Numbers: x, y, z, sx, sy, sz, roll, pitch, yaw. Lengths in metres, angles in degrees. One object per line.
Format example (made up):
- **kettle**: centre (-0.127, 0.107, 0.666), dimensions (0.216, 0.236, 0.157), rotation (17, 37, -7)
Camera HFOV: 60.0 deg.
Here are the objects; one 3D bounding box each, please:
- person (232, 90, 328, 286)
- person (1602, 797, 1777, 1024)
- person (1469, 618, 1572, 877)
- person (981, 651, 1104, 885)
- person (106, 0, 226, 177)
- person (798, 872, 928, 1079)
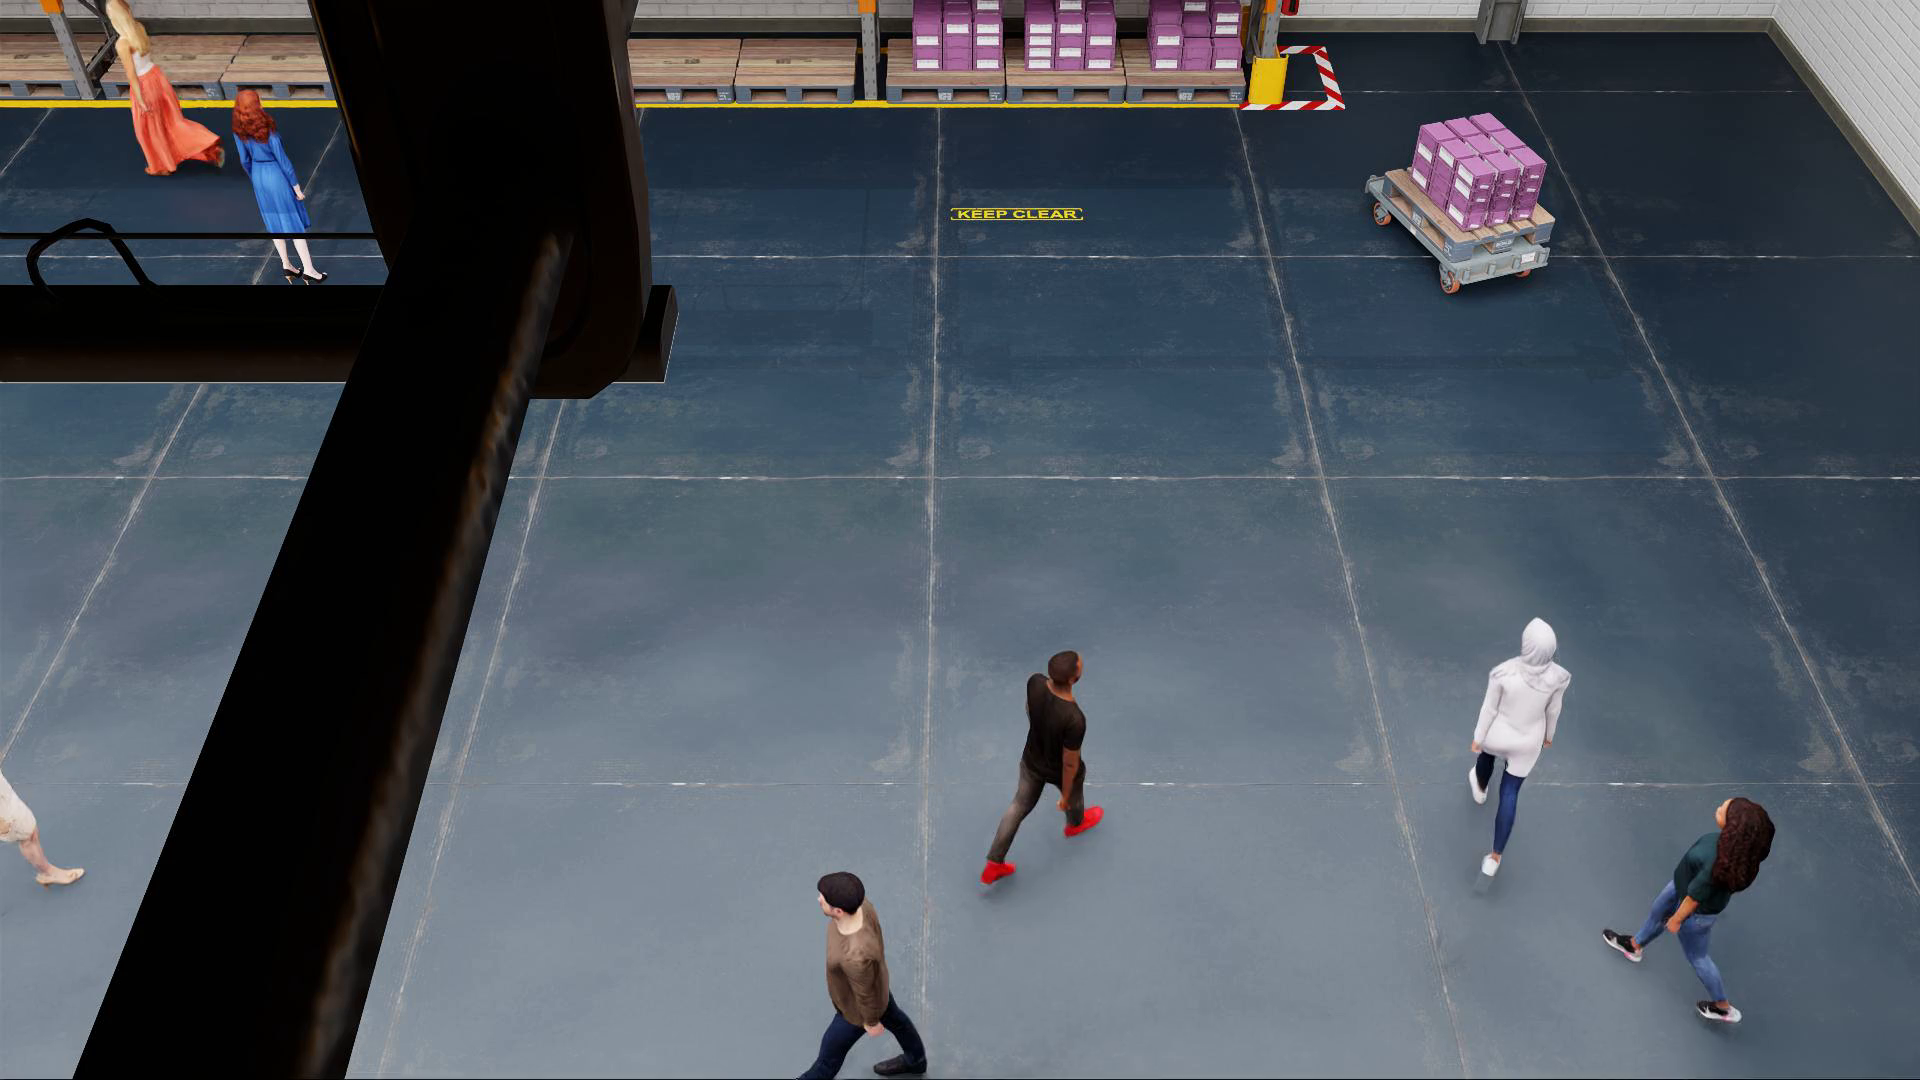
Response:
- **person**: centre (-5.781, -2.953, 14.040), dimensions (0.612, 1.828, 0.746), rotation (13, 45, 13)
- **person**: centre (4.077, 2.010, 9.008), dimensions (1.054, 1.584, 1.095), rotation (-33, 53, -30)
- **person**: centre (3.225, 1.228, 9.718), dimensions (1.134, 1.735, 0.833), rotation (8, 44, 8)
- **person**: centre (0.445, 1.333, 9.581), dimensions (1.255, 1.773, 1.174), rotation (-33, 53, -30)
- **person**: centre (-7.353, -4.122, 15.304), dimensions (1.118, 1.778, 0.756), rotation (6, 44, 7)
- **person**: centre (-0.424, 2.300, 8.522), dimensions (1.174, 1.833, 0.742), rotation (-5, 44, -6)
